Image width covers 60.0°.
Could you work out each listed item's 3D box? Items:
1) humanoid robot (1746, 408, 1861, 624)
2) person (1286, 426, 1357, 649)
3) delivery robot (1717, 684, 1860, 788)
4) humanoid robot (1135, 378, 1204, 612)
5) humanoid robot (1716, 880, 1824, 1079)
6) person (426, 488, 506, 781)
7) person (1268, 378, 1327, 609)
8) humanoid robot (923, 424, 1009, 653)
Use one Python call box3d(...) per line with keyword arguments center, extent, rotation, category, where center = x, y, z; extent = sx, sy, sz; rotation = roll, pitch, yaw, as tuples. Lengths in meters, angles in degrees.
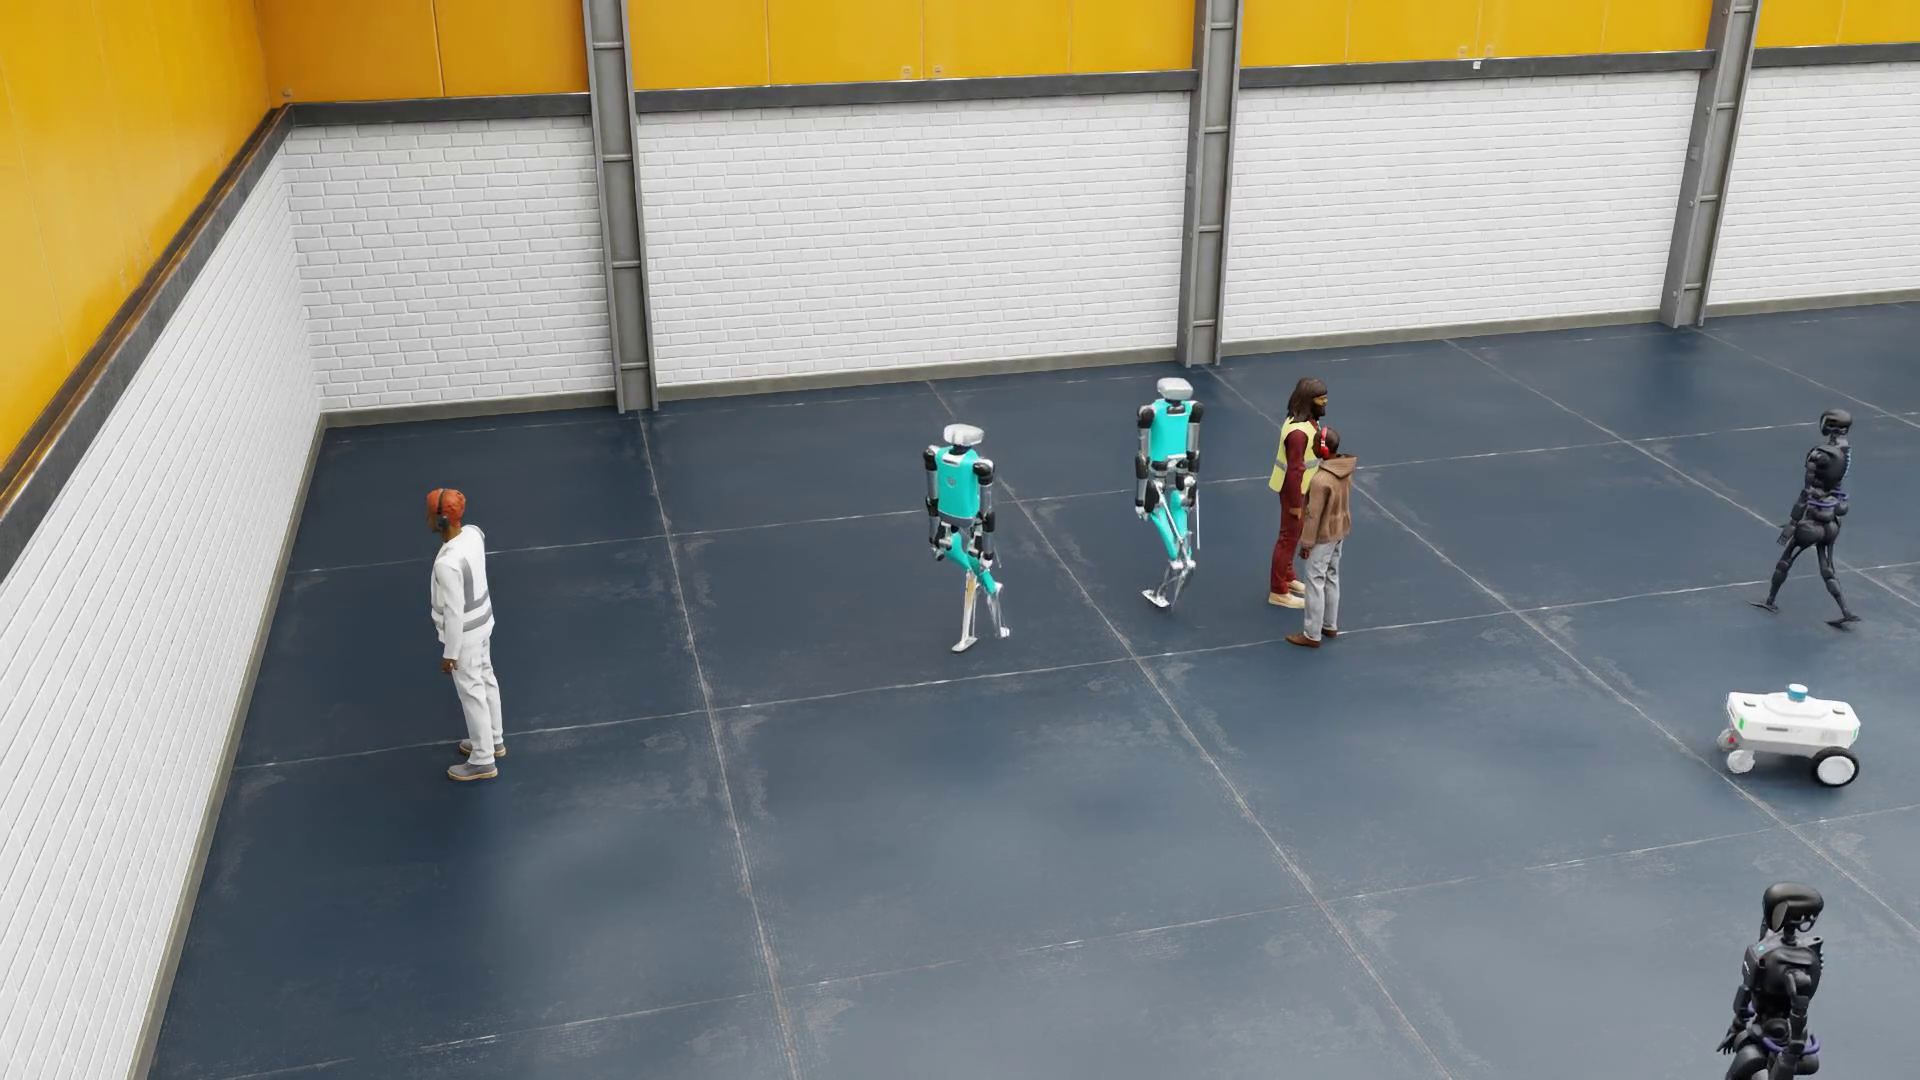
box3d(center=(6.252, -0.161, 12.044), extent=(0.585, 1.635, 0.772), rotation=(-17, 29, -34), category="humanoid robot")
box3d(center=(2.559, -0.014, 11.684), extent=(0.323, 1.646, 0.473), rotation=(19, 30, 37), category="person")
box3d(center=(5.168, 1.189, 10.323), extent=(0.805, 0.609, 0.499), rotation=(4, 24, 10), category="delivery robot")
box3d(center=(1.594, -0.228, 12.130), extent=(0.537, 1.851, 0.660), rotation=(-10, 26, -22), category="humanoid robot")
box3d(center=(3.366, 2.125, 6.799), extent=(0.465, 1.646, 0.590), rotation=(3, 24, 6), category="humanoid robot")
box3d(center=(-3.011, 0.564, 10.079), extent=(0.356, 1.882, 0.574), rotation=(0, 24, 0), category="person")
box3d(center=(2.480, -0.359, 12.323), extent=(0.365, 1.764, 0.470), rotation=(9, 25, 20), category="person")
box3d(center=(0.118, 0.027, 11.619), extent=(0.541, 1.899, 0.755), rotation=(14, 28, 30), category="humanoid robot")
